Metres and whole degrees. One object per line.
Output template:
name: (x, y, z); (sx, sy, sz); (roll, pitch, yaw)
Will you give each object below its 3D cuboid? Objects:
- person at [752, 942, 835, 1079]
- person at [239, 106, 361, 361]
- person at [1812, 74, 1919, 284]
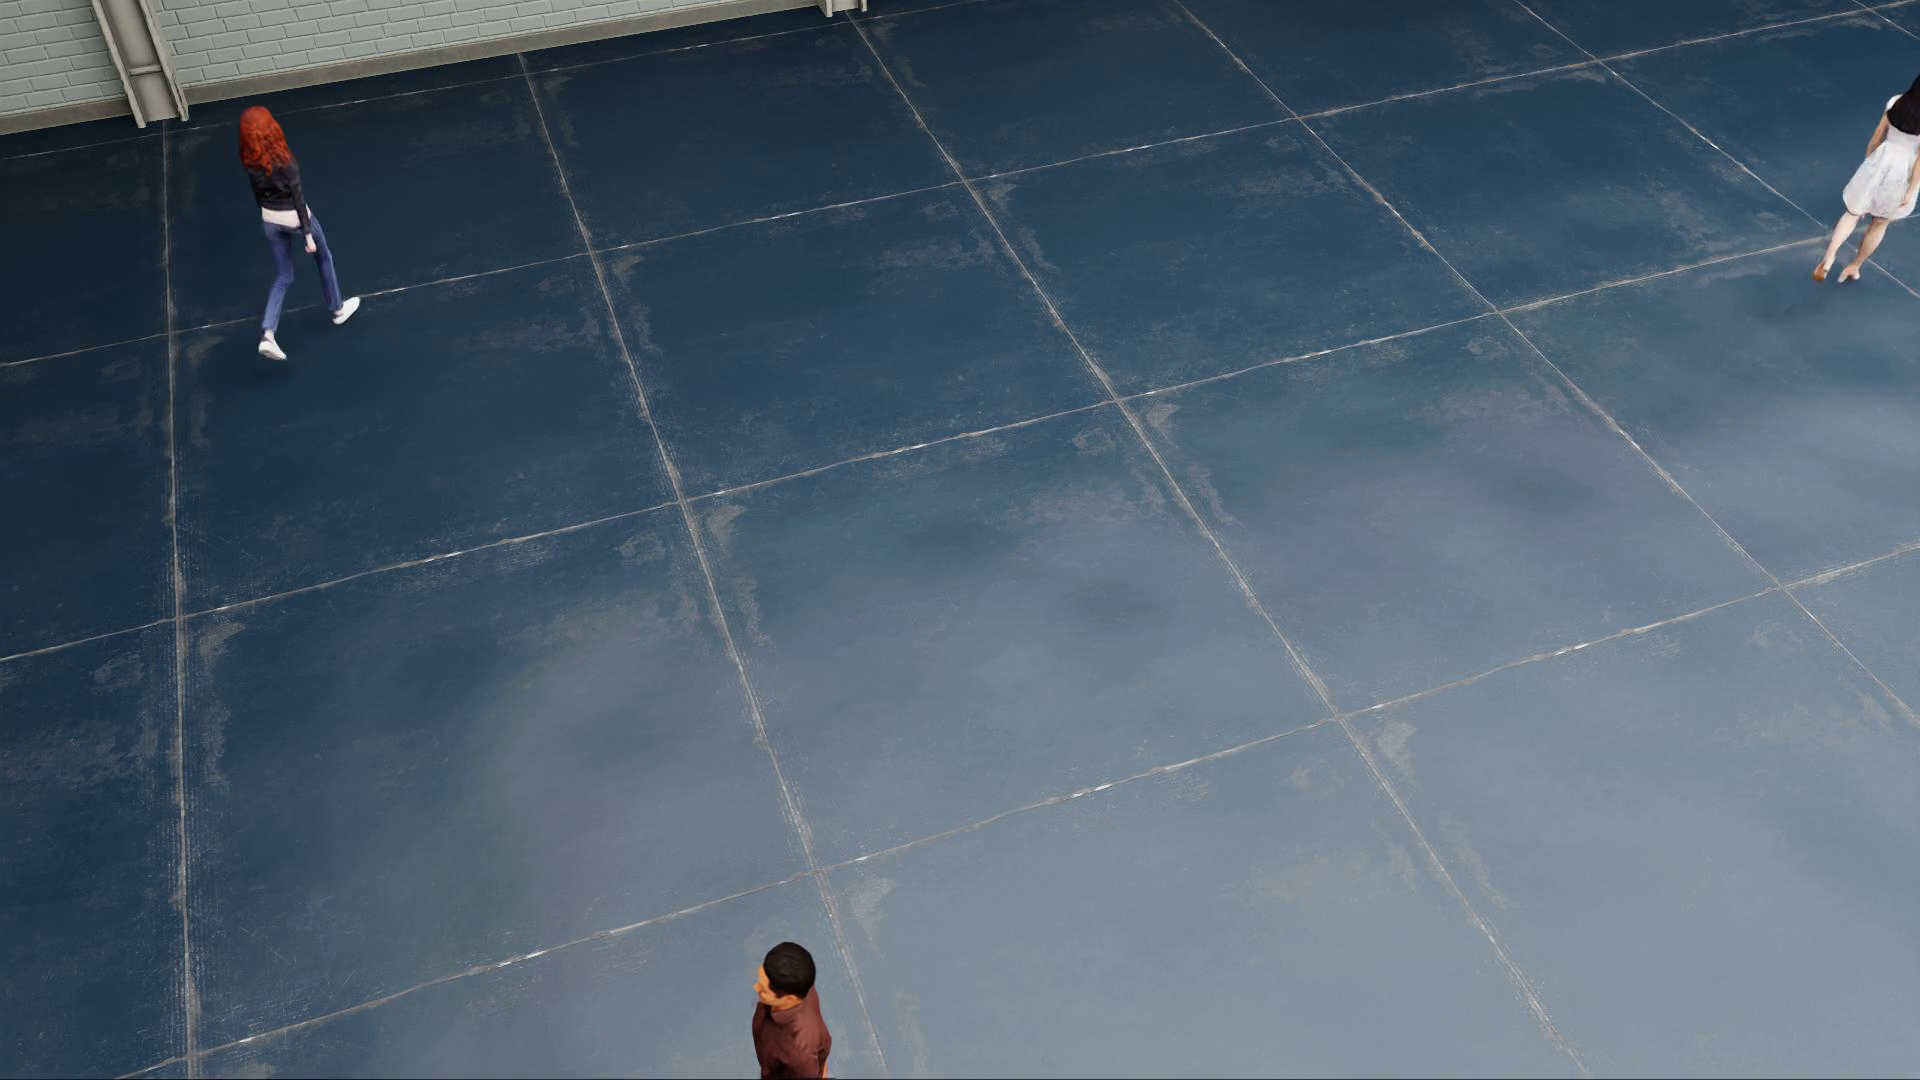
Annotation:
person: (-0.626, 2.142, 6.615); (0.530, 1.782, 0.656); (-11, 44, -11)
person: (-4.515, -2.003, 11.076); (1.168, 1.751, 1.115); (11, 44, 12)
person: (6.393, -2.468, 11.567); (1.031, 1.761, 0.824); (-29, 50, -28)
